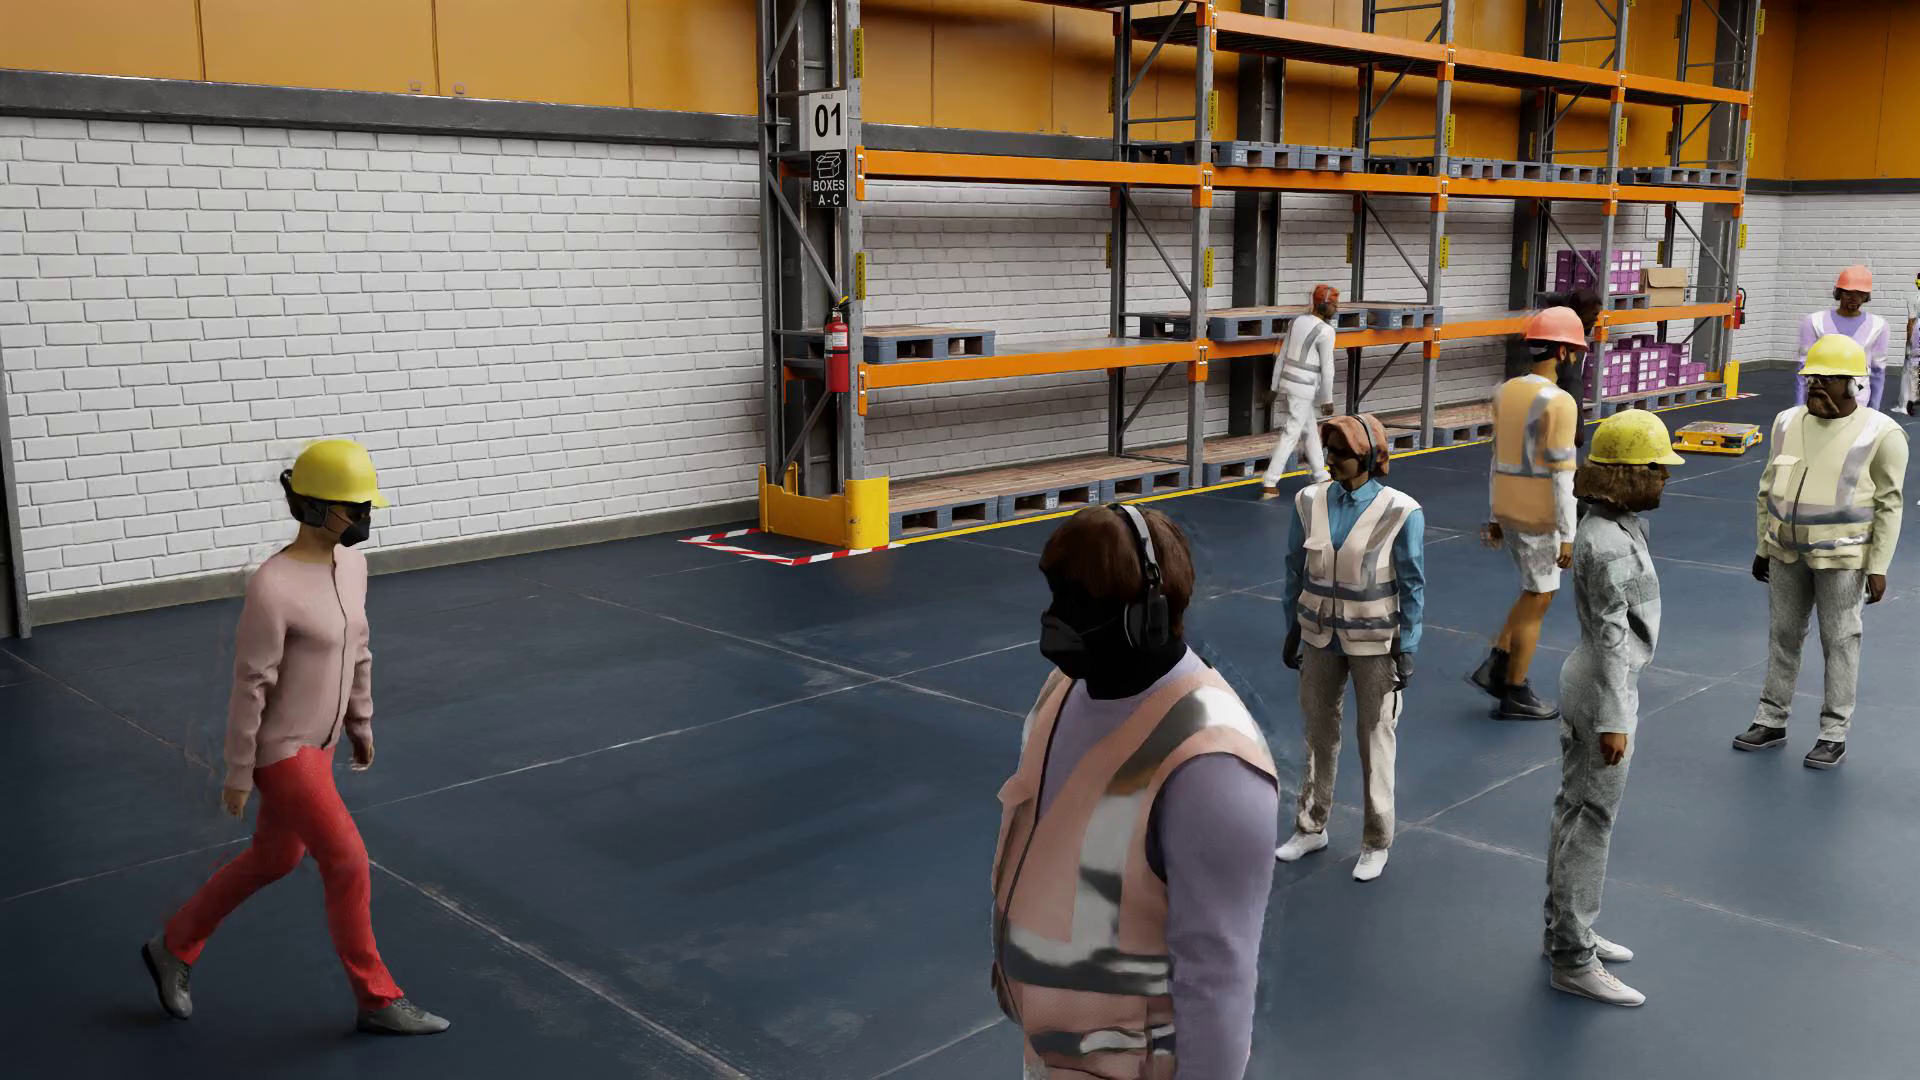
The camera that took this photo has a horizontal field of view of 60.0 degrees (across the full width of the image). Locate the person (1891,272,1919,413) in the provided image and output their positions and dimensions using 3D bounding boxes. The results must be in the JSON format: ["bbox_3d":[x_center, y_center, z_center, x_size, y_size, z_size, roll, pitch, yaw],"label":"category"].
[{"bbox_3d":[11.999,-2.448,20.675,0.526,1.842,0.922,0,10,0],"label":"person"}]

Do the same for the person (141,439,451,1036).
[{"bbox_3d":[-1.926,0.558,4.644,0.880,1.709,0.532,1,10,4],"label":"person"}]

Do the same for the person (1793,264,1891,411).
[{"bbox_3d":[6.646,-1.068,12.603,0.633,2.028,0.587,4,11,23],"label":"person"}]

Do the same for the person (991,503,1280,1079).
[{"bbox_3d":[0.330,0.831,2.790,0.623,1.827,0.643,-4,11,-19],"label":"person"}]

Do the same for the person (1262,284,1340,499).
[{"bbox_3d":[2.951,-1.261,14.221,0.833,1.831,0.611,-3,11,-15],"label":"person"}]

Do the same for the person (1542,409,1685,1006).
[{"bbox_3d":[1.931,0.482,4.929,0.295,1.744,0.489,3,11,17],"label":"person"}]

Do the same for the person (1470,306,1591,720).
[{"bbox_3d":[2.668,-0.106,7.650,0.412,1.916,0.574,-2,11,-11],"label":"person"}]

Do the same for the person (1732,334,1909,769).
[{"bbox_3d":[3.641,0.047,7.051,0.404,1.834,0.591,-6,12,-32],"label":"person"}]

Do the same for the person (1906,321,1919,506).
[{"bbox_3d":[8.251,-1.241,13.884,0.592,1.911,0.638,8,13,37],"label":"person"}]

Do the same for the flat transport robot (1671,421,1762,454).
[{"bbox_3d":[7.986,-1.090,17.516,0.652,0.197,1.431,7,12,33],"label":"flat transport robot"}]

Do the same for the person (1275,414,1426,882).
[{"bbox_3d":[1.364,0.371,5.822,0.517,1.636,0.313,9,14,41],"label":"person"}]

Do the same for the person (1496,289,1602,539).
[{"bbox_3d":[4.399,-0.897,12.164,1.043,1.856,0.635,1,10,8],"label":"person"}]
